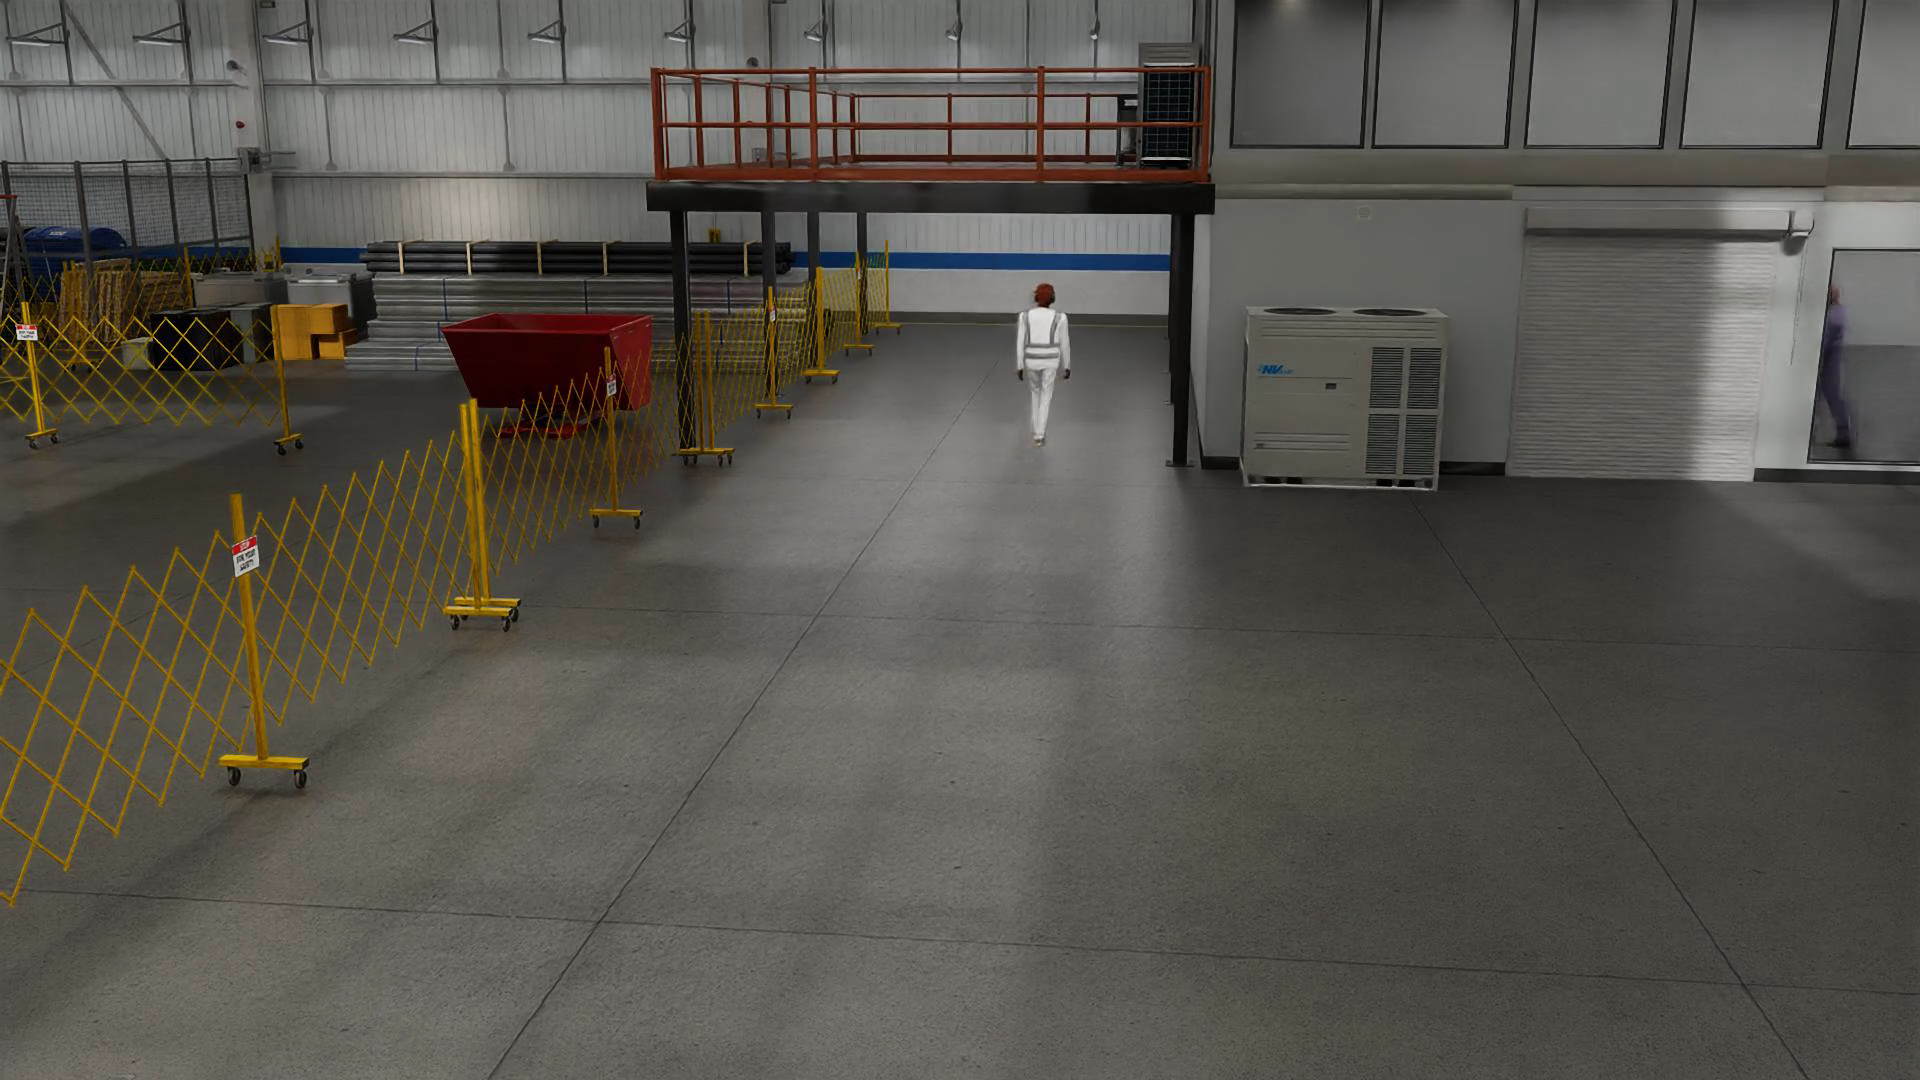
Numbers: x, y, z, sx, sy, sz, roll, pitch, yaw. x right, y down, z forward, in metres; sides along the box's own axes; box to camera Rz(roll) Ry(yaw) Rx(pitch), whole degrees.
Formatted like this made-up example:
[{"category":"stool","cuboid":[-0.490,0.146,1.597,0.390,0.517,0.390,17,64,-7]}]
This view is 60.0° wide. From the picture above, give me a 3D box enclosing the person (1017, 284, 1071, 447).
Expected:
[{"category":"person","cuboid":[0.998,-2.031,19.218,0.596,1.851,0.792,4,14,17]}]
